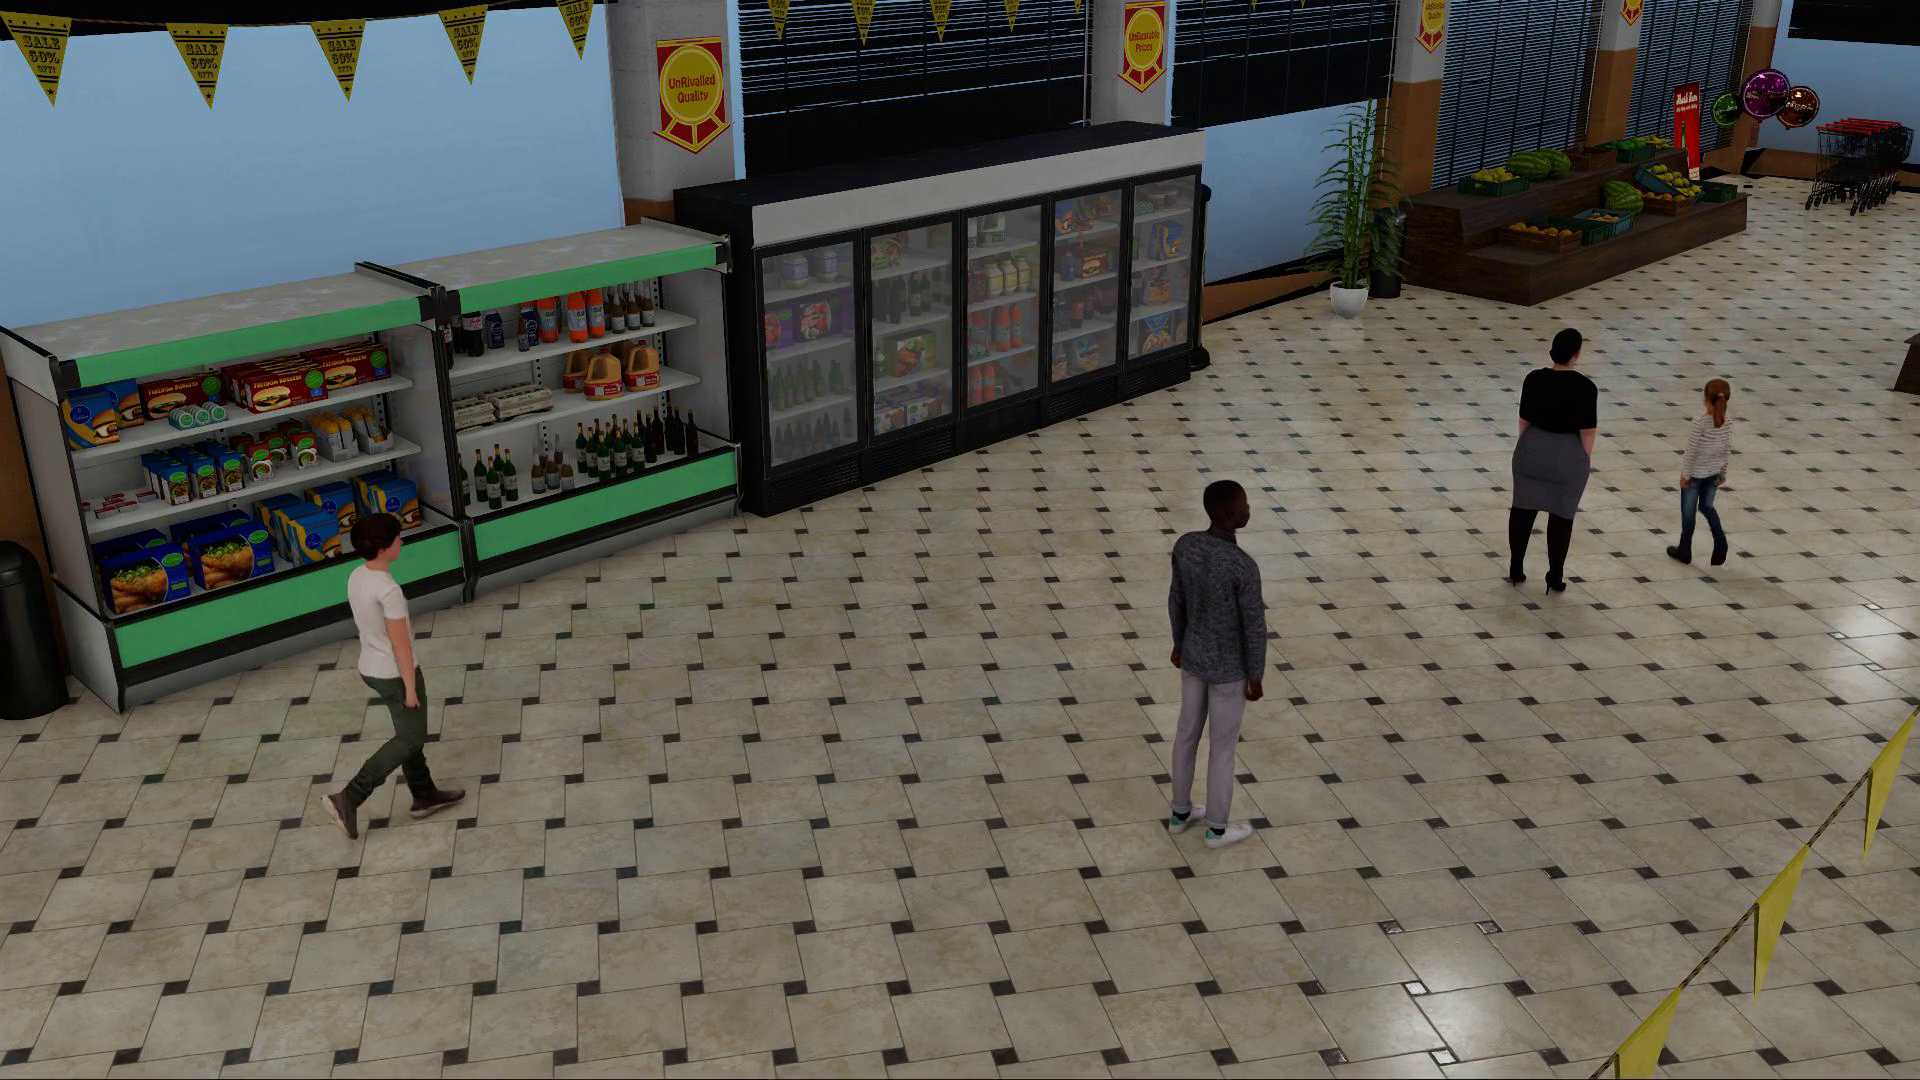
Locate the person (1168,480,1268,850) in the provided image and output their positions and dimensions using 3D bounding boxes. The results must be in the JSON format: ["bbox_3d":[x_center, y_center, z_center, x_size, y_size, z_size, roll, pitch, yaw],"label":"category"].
[{"bbox_3d":[1.203,0.590,7.942,0.547,1.836,0.693,-19,29,-39],"label":"person"}]

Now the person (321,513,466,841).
[{"bbox_3d":[-2.798,0.678,7.991,0.558,1.637,0.952,20,30,41],"label":"person"}]

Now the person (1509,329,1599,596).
[{"bbox_3d":[3.832,-0.510,10.780,0.665,1.760,0.614,18,28,38],"label":"person"}]

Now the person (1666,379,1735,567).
[{"bbox_3d":[5.028,-0.418,11.162,0.772,1.305,0.765,-5,22,-12],"label":"person"}]
